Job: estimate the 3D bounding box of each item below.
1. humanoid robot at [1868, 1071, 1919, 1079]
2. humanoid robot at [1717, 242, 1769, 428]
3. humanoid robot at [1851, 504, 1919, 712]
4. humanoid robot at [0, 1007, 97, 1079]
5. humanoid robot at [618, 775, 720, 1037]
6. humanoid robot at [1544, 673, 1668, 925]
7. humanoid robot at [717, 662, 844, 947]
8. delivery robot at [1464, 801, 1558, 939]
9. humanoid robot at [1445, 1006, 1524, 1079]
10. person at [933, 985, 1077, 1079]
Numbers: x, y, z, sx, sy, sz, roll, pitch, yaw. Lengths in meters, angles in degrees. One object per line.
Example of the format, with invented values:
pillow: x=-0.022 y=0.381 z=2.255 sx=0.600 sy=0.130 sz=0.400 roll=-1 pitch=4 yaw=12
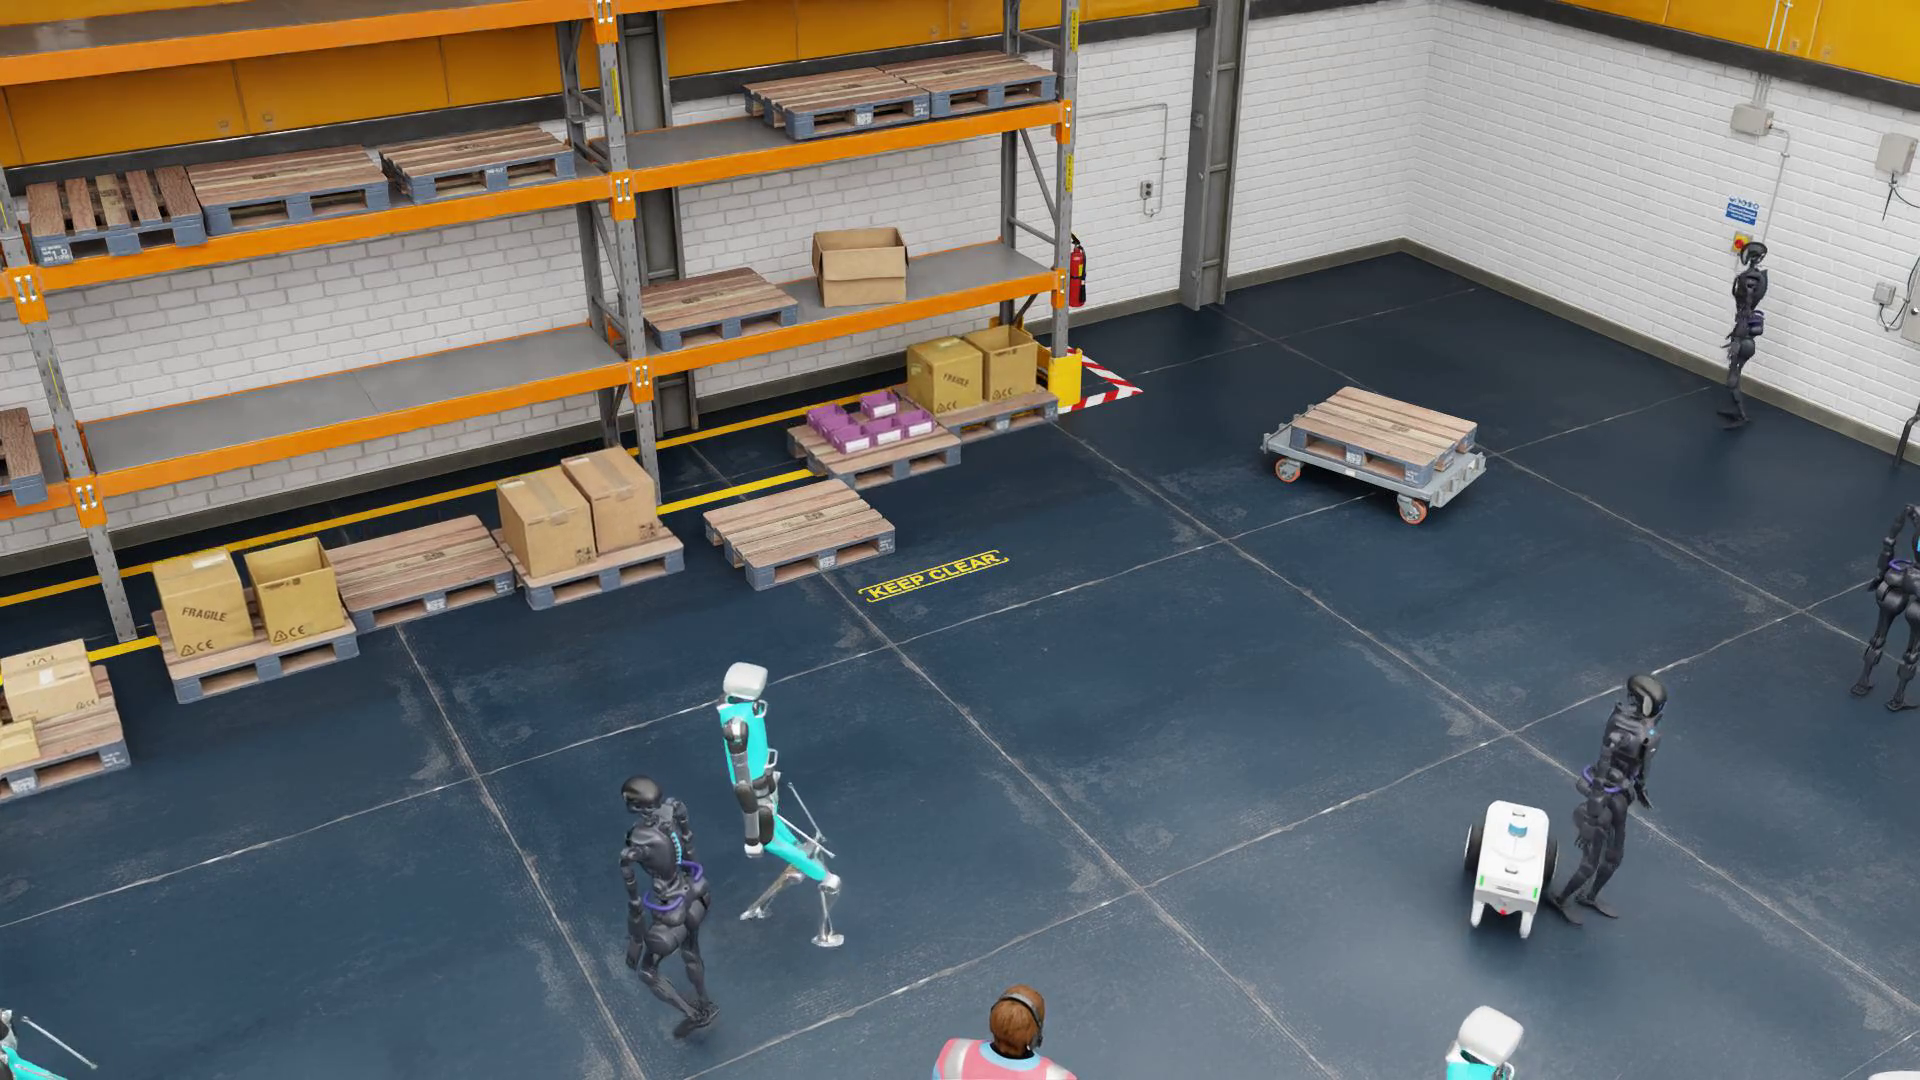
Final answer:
humanoid robot: x=3.458 y=2.668 z=6.785 sx=0.530 sy=1.798 sz=0.802 roll=-5 pitch=30 yaw=-8
humanoid robot: x=6.996 y=-1.835 z=14.786 sx=0.427 sy=1.635 sz=0.595 roll=11 pitch=31 yaw=18
humanoid robot: x=6.276 y=0.328 z=10.947 sx=0.315 sy=1.657 sz=0.599 roll=-17 pitch=34 yaw=-27
humanoid robot: x=-4.078 y=2.308 z=7.478 sx=0.833 sy=1.864 sz=0.547 roll=-13 pitch=32 yaw=-21
humanoid robot: x=-1.428 y=1.828 z=8.307 sx=0.362 sy=1.632 sz=0.597 roll=12 pitch=32 yaw=21
humanoid robot: x=3.548 y=1.394 z=9.080 sx=0.586 sy=1.639 sz=0.354 roll=-24 pitch=37 yaw=-36
humanoid robot: x=-0.880 y=1.454 z=8.949 sx=0.871 sy=1.791 sz=0.564 roll=0 pitch=29 yaw=0
delivery robot: x=3.131 y=1.821 z=9.446 sx=0.499 sy=0.581 sz=0.768 roll=10 pitch=31 yaw=18
humanoid robot: x=2.205 y=2.682 z=6.742 sx=1.023 sy=1.734 sz=0.551 roll=16 pitch=33 yaw=26
person: x=0.205 y=2.564 z=6.851 sx=0.630 sy=1.837 sz=0.431 roll=10 pitch=31 yaw=17
